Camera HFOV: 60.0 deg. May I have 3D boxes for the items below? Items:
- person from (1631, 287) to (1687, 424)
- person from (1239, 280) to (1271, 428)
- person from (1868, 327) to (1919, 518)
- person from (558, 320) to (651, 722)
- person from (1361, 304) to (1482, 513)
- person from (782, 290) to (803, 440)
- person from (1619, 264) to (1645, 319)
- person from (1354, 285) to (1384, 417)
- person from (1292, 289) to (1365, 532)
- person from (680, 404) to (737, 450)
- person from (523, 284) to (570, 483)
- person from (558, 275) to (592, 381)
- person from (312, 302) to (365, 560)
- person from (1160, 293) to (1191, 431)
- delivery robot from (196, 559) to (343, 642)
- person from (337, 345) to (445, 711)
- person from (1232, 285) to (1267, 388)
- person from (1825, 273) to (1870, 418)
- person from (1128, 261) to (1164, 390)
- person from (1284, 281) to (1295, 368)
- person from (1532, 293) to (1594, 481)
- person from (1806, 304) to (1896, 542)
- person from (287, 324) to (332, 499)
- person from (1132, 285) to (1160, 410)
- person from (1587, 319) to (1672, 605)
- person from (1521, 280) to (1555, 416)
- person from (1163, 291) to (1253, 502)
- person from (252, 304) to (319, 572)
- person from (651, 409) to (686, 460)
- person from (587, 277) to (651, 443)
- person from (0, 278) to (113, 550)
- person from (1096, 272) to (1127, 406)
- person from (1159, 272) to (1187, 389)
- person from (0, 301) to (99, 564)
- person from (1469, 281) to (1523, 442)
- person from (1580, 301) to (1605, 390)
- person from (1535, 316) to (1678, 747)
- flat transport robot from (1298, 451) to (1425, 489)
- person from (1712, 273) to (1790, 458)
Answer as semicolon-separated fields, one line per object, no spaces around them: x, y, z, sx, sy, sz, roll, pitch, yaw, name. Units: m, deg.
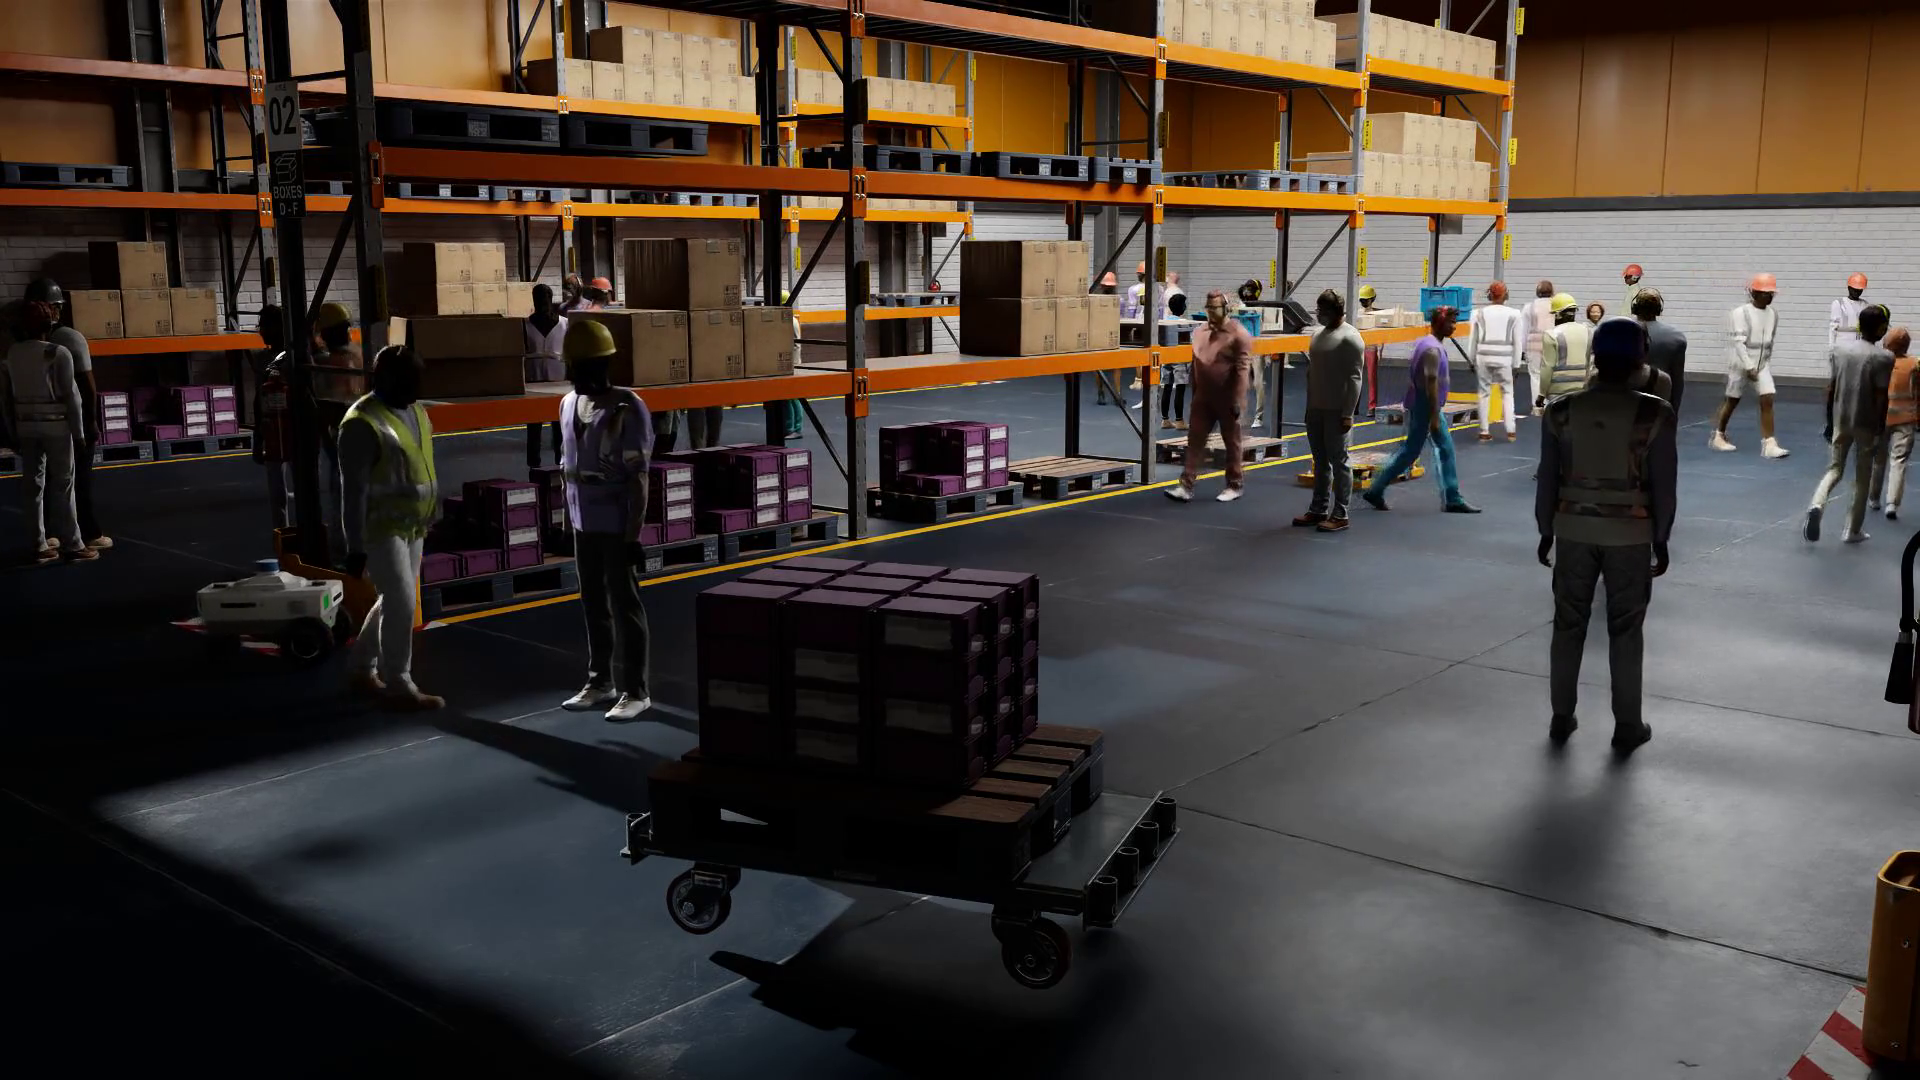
5.491;-1.057;13.417;0.628;1.940;0.373;2;10;10;person
3.673;-2.332;20.899;0.521;1.862;0.334;8;13;37;person
7.881;-0.997;14.061;0.506;1.596;0.878;5;11;28;person
-1.725;-0.094;7.988;0.585;1.918;0.385;8;13;37;person
3.950;-1.116;14.179;0.969;1.794;0.578;4;11;20;person
-2.051;-2.065;19.653;0.329;1.765;0.526;-6;11;-29;person
10.749;-3.416;26.679;0.375;1.997;0.611;2;10;13;person
5.426;-2.524;22.287;0.523;1.760;0.325;8;13;40;person
2.957;-1.033;13.298;0.373;1.935;0.628;-4;11;-23;person
-2.464;-1.457;16.072;0.600;1.833;0.542;-4;11;-19;person
-3.971;-1.490;15.938;0.597;1.917;0.379;-3;10;-17;person
-4.414;-2.087;19.277;0.635;1.937;0.355;6;11;30;person
-4.270;-0.762;11.930;0.821;1.884;0.649;2;10;9;person
2.686;-2.204;20.630;0.318;1.699;0.535;-7;12;-34;person
-3.765;0.348;9.088;0.707;0.478;0.477;-1;10;-7;delivery robot
-2.873;-0.048;8.139;0.677;1.798;0.685;1;10;8;person
4.575;-3.247;26.640;0.789;1.660;0.548;-5;11;-26;person
11.737;-2.549;21.941;0.543;1.928;0.374;-2;10;-9;person
2.933;-3.401;26.463;0.615;2.042;0.375;-3;10;-18;person
6.121;-4.046;31.279;0.306;1.642;0.522;-2;10;-12;person
5.798;-1.459;16.033;0.586;1.823;0.403;-5;11;-24;person
6.753;-0.866;12.620;0.720;1.839;0.534;-7;12;-37;person
-5.859;-1.178;15.134;0.507;1.577;0.895;6;12;30;person
2.600;-2.669;23.152;0.311;1.743;0.493;-3;11;-19;person
4.308;-0.529;10.794;0.514;1.816;0.890;5;11;27;person
7.834;-2.572;22.369;0.621;1.826;0.431;1;10;5;person
2.193;-1.234;14.609;0.679;1.864;0.933;9;14;43;person
-4.694;-0.693;11.541;0.521;1.871;0.325;2;10;14;person
-2.538;-1.257;14.586;0.379;1.927;0.542;2;10;9;person
-4.069;-1.971;18.643;1.045;1.933;0.695;-1;10;-8;person
-6.717;-0.924;12.365;0.677;2.000;0.536;0;10;-2;person
2.126;-2.852;23.742;0.559;1.908;0.825;-1;10;-7;person
3.387;-3.373;26.805;0.467;1.873;0.687;5;11;28;person
-6.518;-0.757;11.864;0.572;1.883;0.354;1;10;5;person
6.206;-2.057;19.296;0.584;1.874;0.463;3;10;18;person
7.498;-2.013;19.743;0.513;1.631;0.316;2;10;12;person
2.931;-0.036;7.570;0.603;1.949;0.397;7;12;35;person
3.894;-0.689;16.068;0.652;0.197;1.431;8;13;38;flat transport robot
8.633;-1.901;18.122;0.596;1.988;1.036;-2;10;-12;person
